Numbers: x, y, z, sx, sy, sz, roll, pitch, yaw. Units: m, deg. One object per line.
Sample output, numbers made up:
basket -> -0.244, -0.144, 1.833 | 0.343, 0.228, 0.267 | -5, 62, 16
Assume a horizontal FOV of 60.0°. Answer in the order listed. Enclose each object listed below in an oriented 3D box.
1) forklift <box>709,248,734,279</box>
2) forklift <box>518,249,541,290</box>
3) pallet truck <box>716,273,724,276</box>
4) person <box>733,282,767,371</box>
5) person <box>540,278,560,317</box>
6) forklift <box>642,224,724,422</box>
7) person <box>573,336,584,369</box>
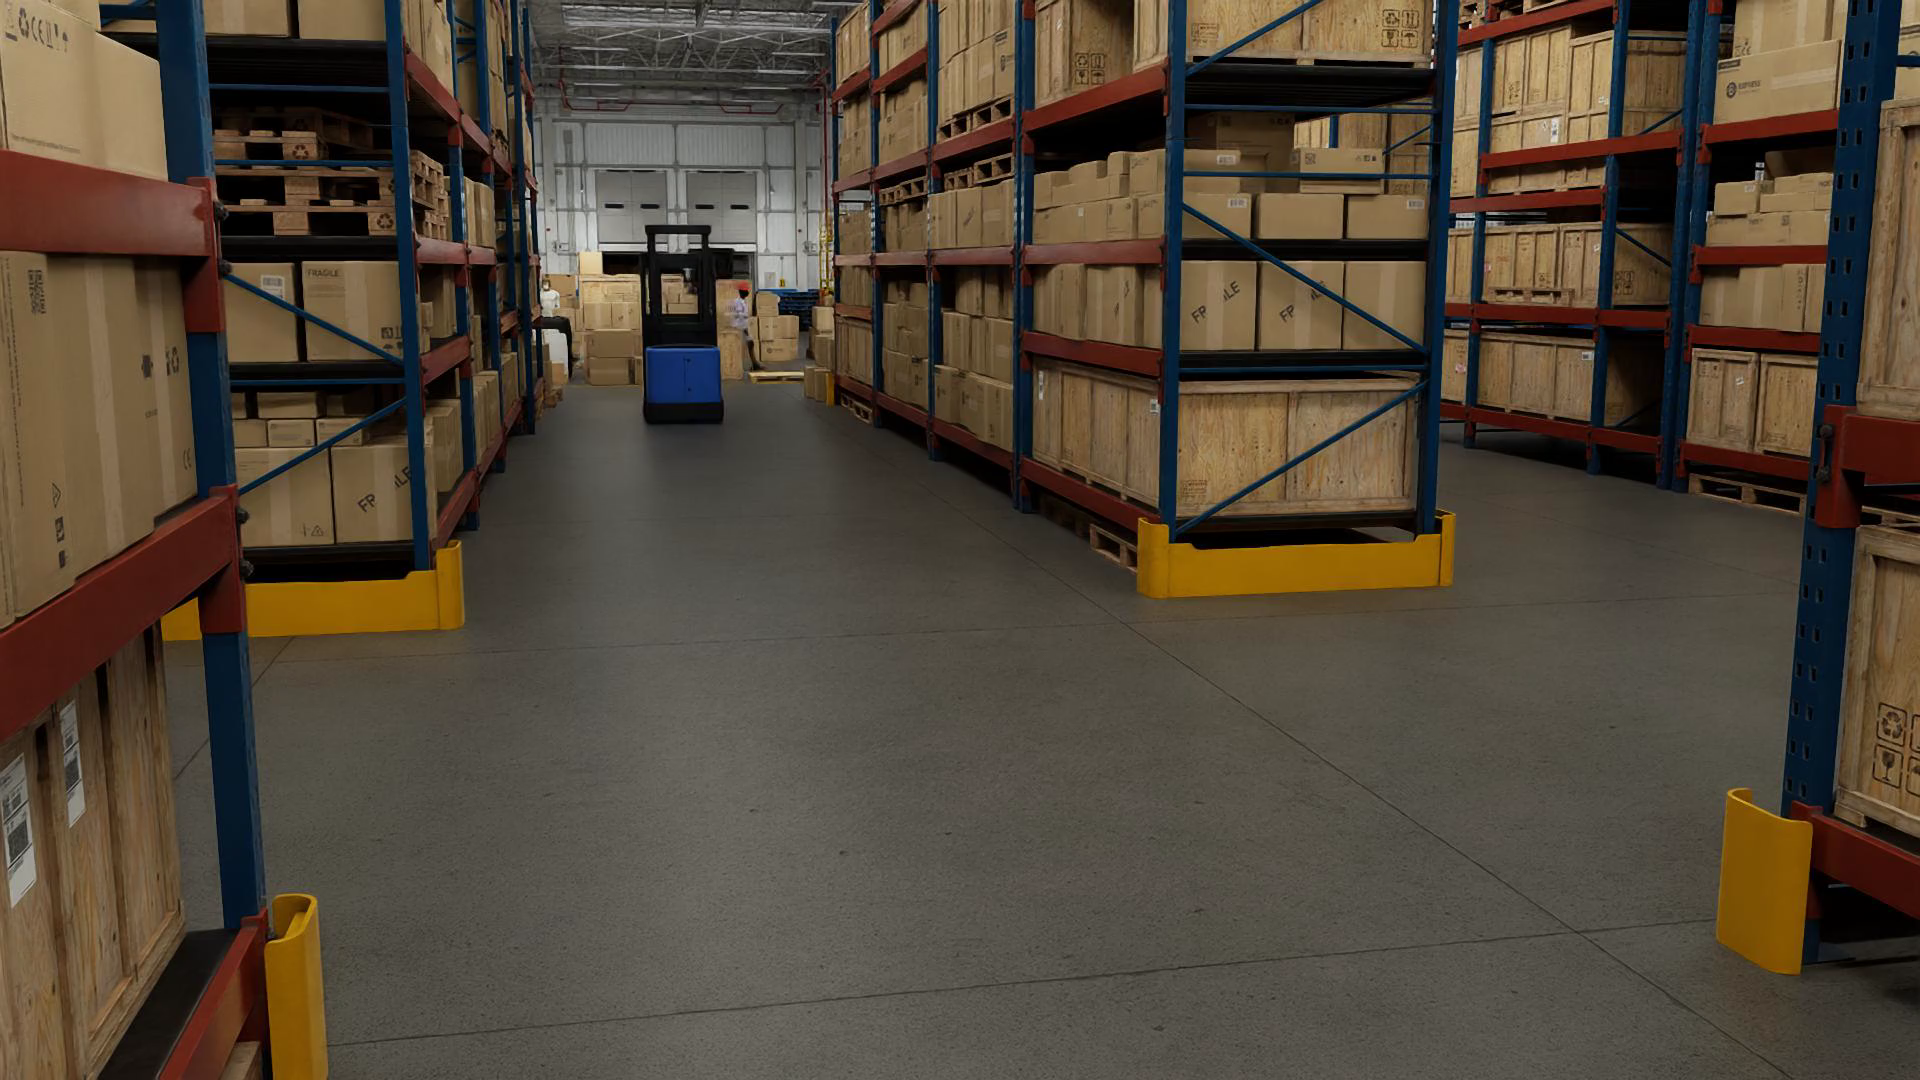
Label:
forklift -> -7.619, -7.879, 52.846 | 1.129, 2.768, 1.873 | -7, 12, -38
forklift -> -14.410, -8.377, 55.886 | 1.873, 2.768, 1.129 | 3, 10, 19
pallet truck -> -8.580, -8.986, 62.280 | 1.885, 1.965, 0.823 | 1, 9, 5
person -> -4.528, -4.504, 35.265 | 0.922, 1.899, 0.566 | 2, 10, 13
person -> -10.350, -5.584, 41.722 | 0.637, 1.938, 0.357 | -2, 10, -12
forklift -> -4.049, -3.160, 24.086 | 1.129, 2.768, 1.873 | -2, 10, -12
person -> -7.989, -4.611, 36.234 | 0.959, 1.805, 0.638 | -6, 11, -31
